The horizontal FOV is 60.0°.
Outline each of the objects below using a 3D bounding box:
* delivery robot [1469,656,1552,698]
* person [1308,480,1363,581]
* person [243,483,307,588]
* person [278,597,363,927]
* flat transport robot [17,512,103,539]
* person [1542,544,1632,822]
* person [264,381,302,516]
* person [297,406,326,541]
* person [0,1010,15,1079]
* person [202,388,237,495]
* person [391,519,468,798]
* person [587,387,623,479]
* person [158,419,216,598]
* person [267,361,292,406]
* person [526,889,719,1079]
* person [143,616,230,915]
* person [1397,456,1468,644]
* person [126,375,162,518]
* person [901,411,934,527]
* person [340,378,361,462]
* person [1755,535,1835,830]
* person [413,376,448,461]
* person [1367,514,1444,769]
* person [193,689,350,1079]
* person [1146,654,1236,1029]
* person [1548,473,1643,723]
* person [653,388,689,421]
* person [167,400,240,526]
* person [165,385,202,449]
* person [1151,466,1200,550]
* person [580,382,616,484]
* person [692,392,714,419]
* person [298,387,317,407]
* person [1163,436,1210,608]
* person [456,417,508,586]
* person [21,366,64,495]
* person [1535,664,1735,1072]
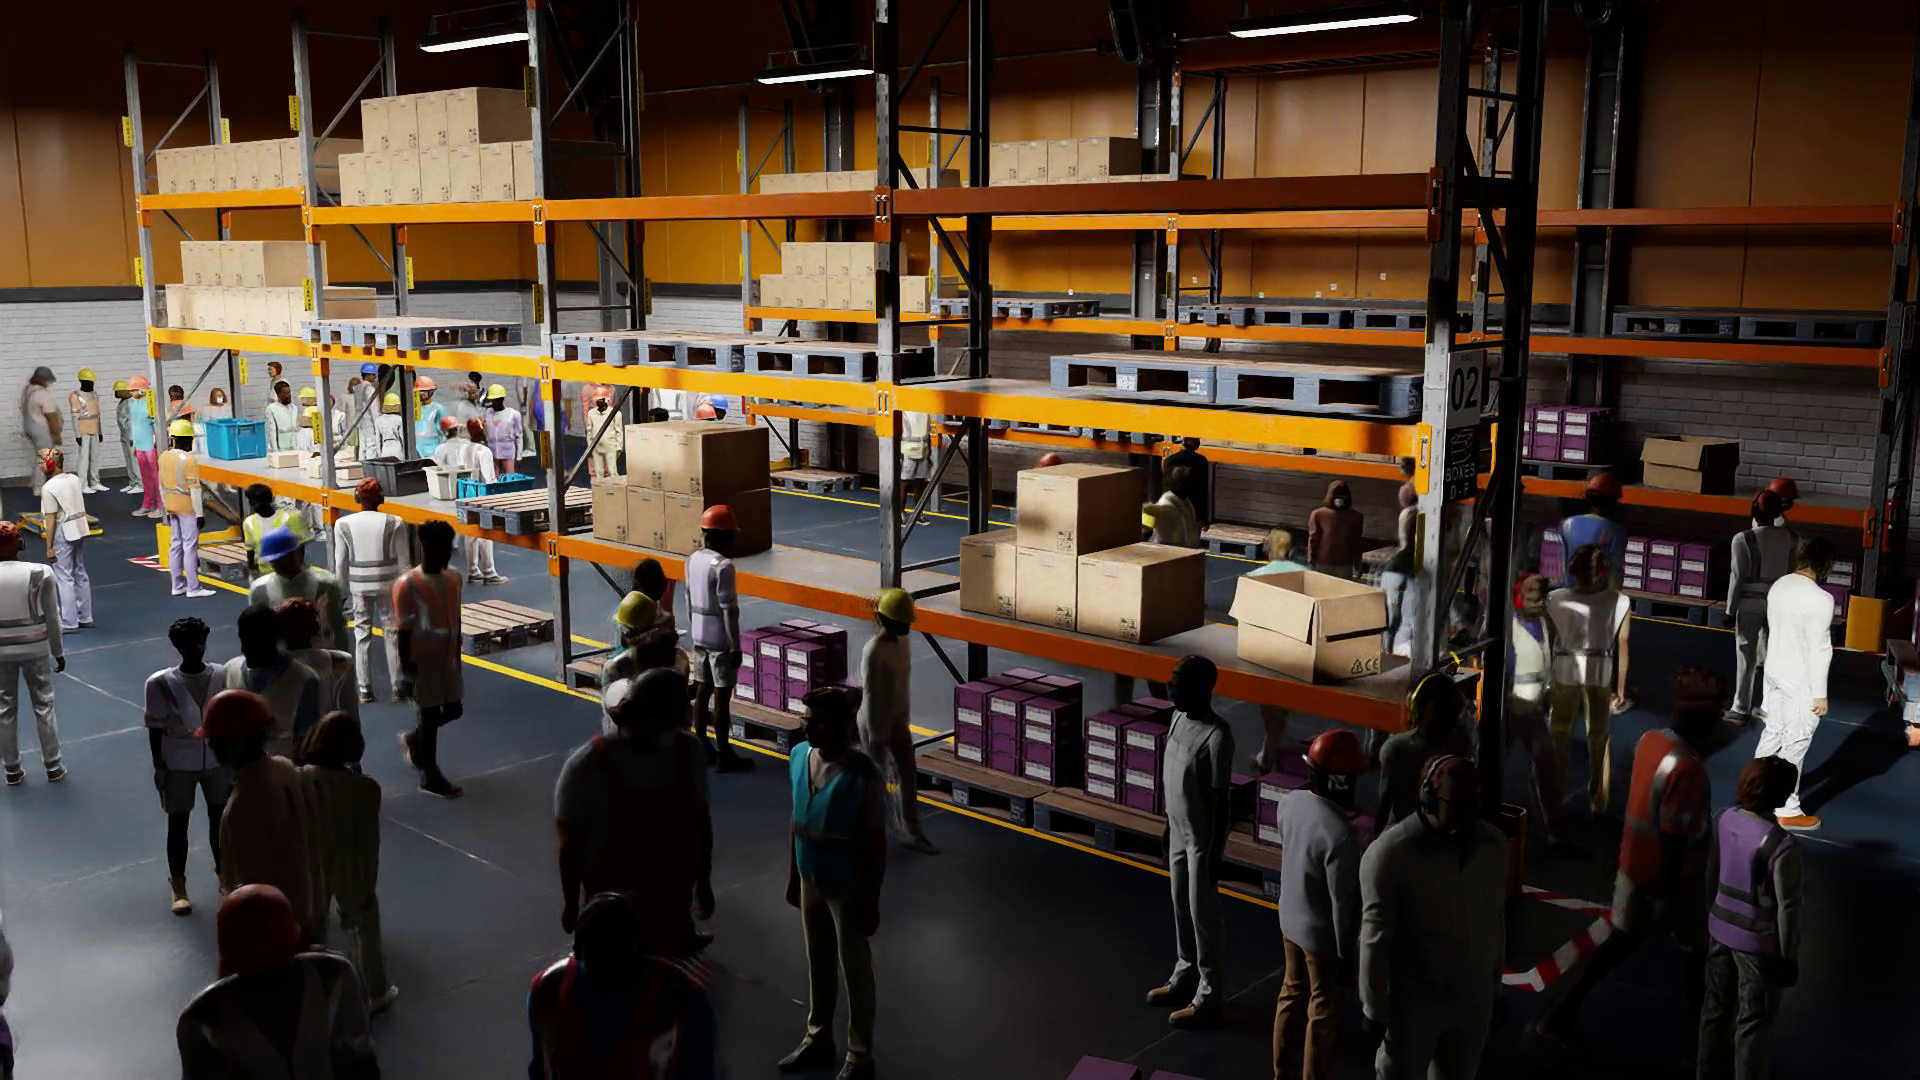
[{"bbox_3d":[4.549,1.057,13.652,0.477,0.478,0.707,-8,13,-37],"label":"delivery robot"},{"bbox_3d":[3.481,0.249,15.438,0.507,1.631,0.267,0,10,2],"label":"person"},{"bbox_3d":[-6.194,0.299,15.078,0.557,1.654,0.518,2,10,9],"label":"person"},{"bbox_3d":[-3.579,1.238,9.136,0.584,1.882,0.349,-7,12,-33],"label":"person"},{"bbox_3d":[-11.879,-0.219,21.928,0.652,0.197,1.431,-9,14,-42],"label":"flat transport robot"},{"bbox_3d":[4.082,0.945,10.908,0.570,1.840,0.373,2,10,10],"label":"person"},{"bbox_3d":[-9.387,-1.253,23.119,0.391,1.920,0.593,2,10,13],"label":"person"},{"bbox_3d":[-8.289,-0.852,21.370,0.484,1.736,0.310,8,13,39],"label":"person"},{"bbox_3d":[-3.271,2.000,5.505,0.309,1.645,0.514,-5,11,-26],"label":"person"},{"bbox_3d":[-11.290,-1.509,25.388,0.303,1.629,0.506,8,13,39],"label":"person"},{"bbox_3d":[-3.703,0.795,11.473,0.608,1.941,0.639,5,11,27],"label":"person"},{"bbox_3d":[-5.163,-1.345,24.107,0.574,1.749,0.337,4,11,19],"label":"person"},{"bbox_3d":[-8.345,-0.338,17.924,0.594,1.924,0.383,6,12,30],"label":"person"},{"bbox_3d":[-11.458,-2.088,28.043,0.563,1.848,0.389,7,12,36],"label":"person"},{"bbox_3d":[-1.063,1.952,5.347,0.640,1.805,0.933,0,10,2],"label":"person"},{"bbox_3d":[-4.353,1.266,9.500,0.529,1.697,0.321,-9,13,-40],"label":"person"},{"bbox_3d":[4.453,0.048,15.873,0.657,1.889,0.967,-6,12,-32],"label":"person"},{"bbox_3d":[-11.345,-1.302,23.194,0.611,1.990,0.392,6,12,32],"label":"person"},{"bbox_3d":[-0.617,-1.157,22.441,0.612,1.964,0.364,-7,12,-35],"label":"person"},{"bbox_3d":[-10.014,-1.894,27.642,0.517,1.589,0.814,-5,11,-24],"label":"person"},{"bbox_3d":[5.439,0.920,10.823,0.368,1.932,0.622,0,10,1],"label":"person"},{"bbox_3d":[-7.154,-1.184,22.378,0.607,2.044,0.371,5,11,28],"label":"person"},{"bbox_3d":[3.182,0.751,11.810,0.631,1.913,0.622,6,12,29],"label":"person"},{"bbox_3d":[-2.956,1.570,7.033,0.801,1.960,0.627,0,10,0],"label":"person"},{"bbox_3d":[1.140,1.448,8.097,0.342,1.840,0.506,-3,11,-19],"label":"person"},{"bbox_3d":[5.081,0.454,13.250,1.024,1.989,0.634,-6,12,-33],"label":"person"},{"bbox_3d":[-4.597,-1.823,26.478,0.568,1.878,0.351,1,10,6],"label":"person"},{"bbox_3d":[-9.434,-0.815,20.737,0.780,1.892,0.604,-1,10,-7],"label":"person"},{"bbox_3d":[-10.518,-1.136,22.454,0.587,1.920,0.391,-4,11,-24],"label":"person"},{"bbox_3d":[1.938,0.224,15.068,0.452,1.817,0.640,4,11,21],"label":"person"},{"bbox_3d":[-5.670,-1.812,26.312,0.411,1.909,0.643,9,13,41],"label":"person"},{"bbox_3d":[-3.852,-1.588,24.995,0.418,1.933,0.614,-4,11,-23],"label":"person"},{"bbox_3d":[-9.416,-1.351,24.169,0.299,1.745,0.483,-6,12,-32],"label":"person"},{"bbox_3d":[2.353,-0.256,17.261,0.612,1.997,0.376,-8,13,-39],"label":"person"},{"bbox_3d":[-5.354,-0.429,18.567,0.575,1.882,0.355,7,12,34],"label":"person"},{"bbox_3d":[-13.902,-1.693,25.262,0.783,2.000,0.548,10,14,43],"label":"person"},{"bbox_3d":[3.173,1.499,7.602,0.993,1.910,0.634,0,10,2],"label":"person"}]
